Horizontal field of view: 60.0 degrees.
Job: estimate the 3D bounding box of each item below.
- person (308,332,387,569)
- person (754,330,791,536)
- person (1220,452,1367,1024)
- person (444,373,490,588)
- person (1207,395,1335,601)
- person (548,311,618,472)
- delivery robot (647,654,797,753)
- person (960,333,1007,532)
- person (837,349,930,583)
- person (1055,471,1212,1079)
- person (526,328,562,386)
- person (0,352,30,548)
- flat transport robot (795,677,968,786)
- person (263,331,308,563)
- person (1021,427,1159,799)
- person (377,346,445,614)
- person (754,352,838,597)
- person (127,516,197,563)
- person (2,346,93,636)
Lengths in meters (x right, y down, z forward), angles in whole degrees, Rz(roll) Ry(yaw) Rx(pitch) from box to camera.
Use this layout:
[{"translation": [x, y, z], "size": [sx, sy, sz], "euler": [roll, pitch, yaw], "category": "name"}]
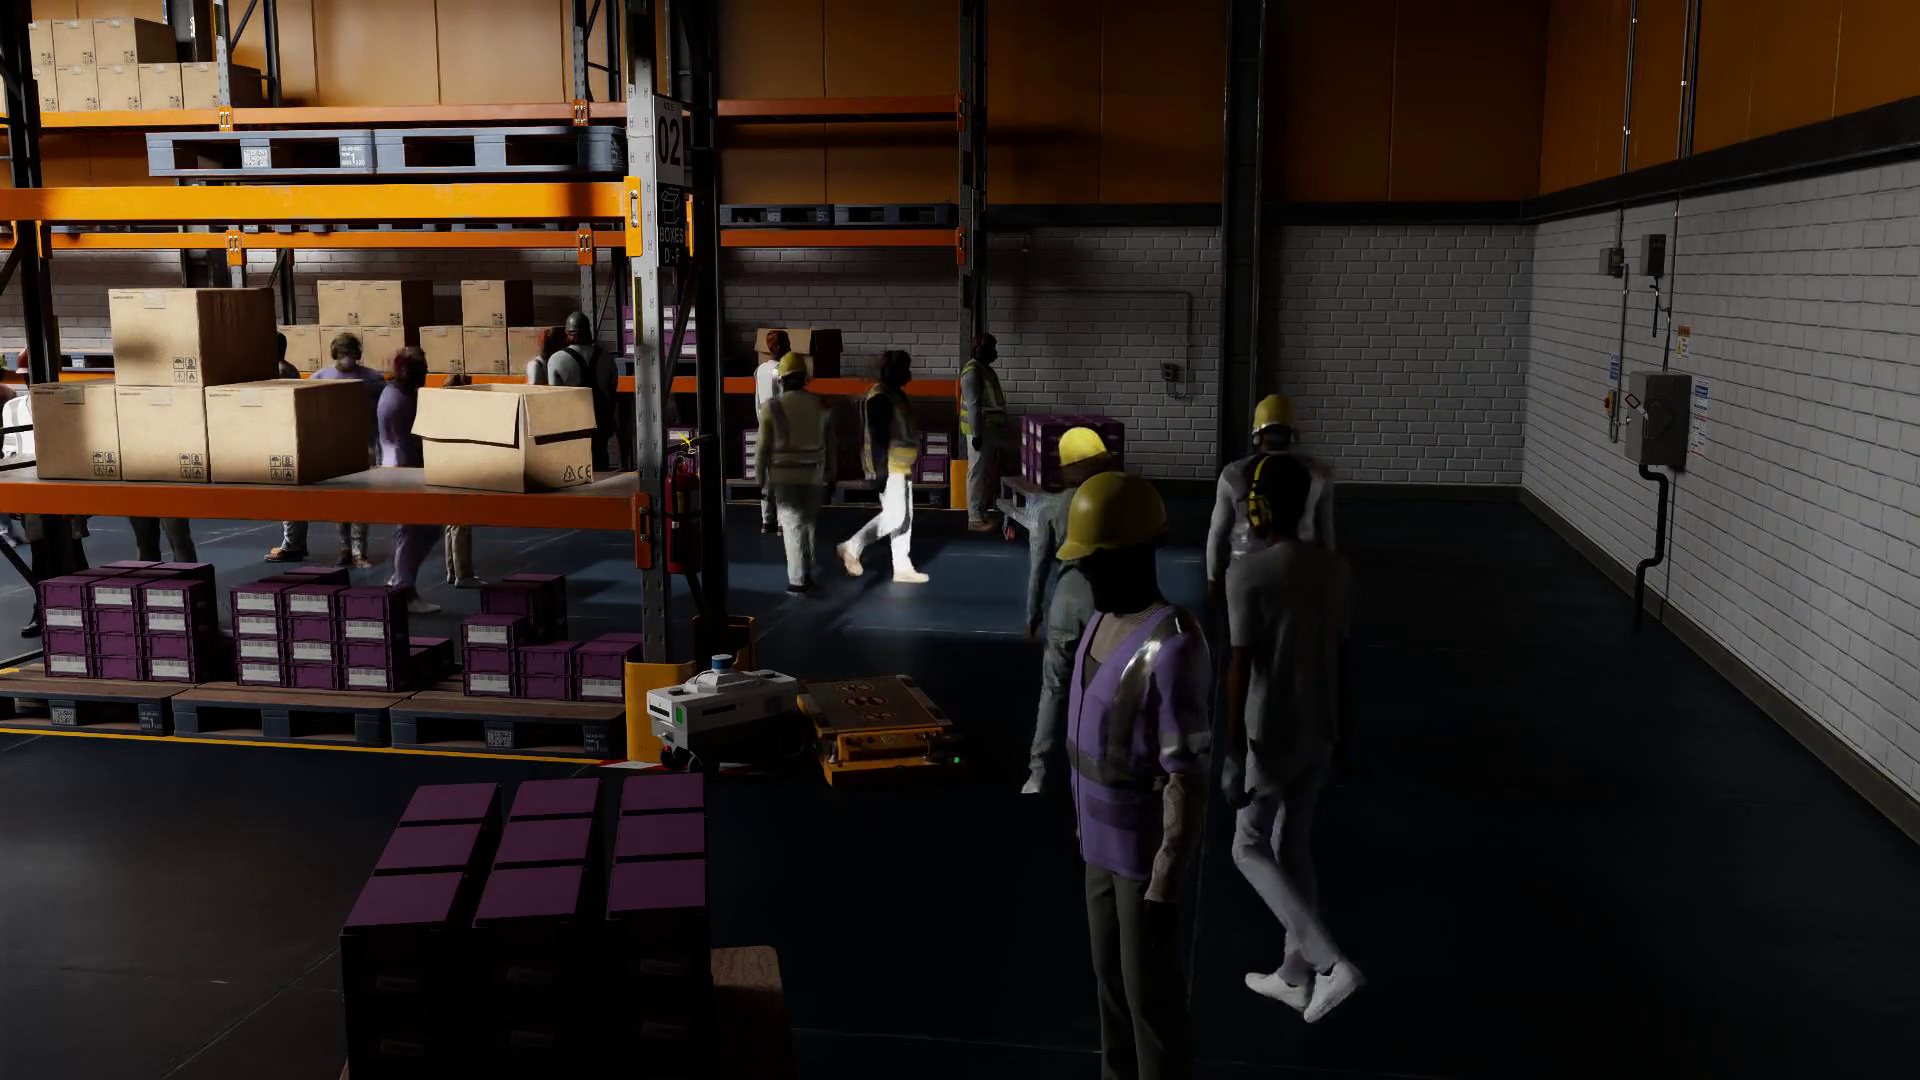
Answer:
[{"translation": [-5.004, -0.729, 13.593], "size": [0.661, 1.929, 0.505], "euler": [-3, 10, -21], "category": "person"}, {"translation": [-1.652, -0.976, 15.234], "size": [0.355, 1.882, 0.575], "euler": [-8, 12, -39], "category": "person"}, {"translation": [1.067, 0.654, 5.260], "size": [0.575, 1.839, 0.550], "euler": [-6, 11, -32], "category": "person"}, {"translation": [-3.816, -0.451, 12.722], "size": [0.307, 1.639, 0.525], "euler": [-5, 10, -28], "category": "person"}, {"translation": [1.572, 0.147, 8.552], "size": [0.621, 1.779, 0.916], "euler": [-1, 9, -3], "category": "person"}, {"translation": [-3.634, -1.161, 15.888], "size": [0.688, 2.000, 0.539], "euler": [-7, 11, -35], "category": "person"}, {"translation": [-1.147, 0.797, 8.044], "size": [0.707, 0.478, 0.477], "euler": [-7, 12, -39], "category": "delivery robot"}, {"translation": [0.222, -1.008, 15.556], "size": [0.429, 1.843, 0.633], "euler": [2, 9, 12], "category": "person"}, {"translation": [-0.581, -0.561, 12.845], "size": [0.616, 1.823, 0.629], "euler": [2, 9, 11], "category": "person"}, {"translation": [0.422, 0.774, 4.261], "size": [0.380, 1.917, 0.585], "euler": [-3, 10, -17], "category": "person"}, {"translation": [-4.165, -1.163, 16.526], "size": [0.753, 1.886, 0.580], "euler": [2, 9, 15], "category": "person"}, {"translation": [-8.301, -0.779, 14.419], "size": [0.402, 1.745, 0.615], "euler": [1, 9, 9], "category": "person"}, {"translation": [-0.453, 0.927, 8.408], "size": [0.652, 0.197, 1.431], "euler": [-2, 9, -14], "category": "flat transport robot"}, {"translation": [-5.653, -0.781, 13.848], "size": [0.372, 1.940, 0.627], "euler": [-1, 9, -8], "category": "person"}, {"translation": [0.598, 0.362, 7.456], "size": [0.611, 1.721, 0.465], "euler": [3, 10, 19], "category": "person"}, {"translation": [-3.840, -0.413, 11.702], "size": [0.437, 1.890, 0.677], "euler": [-3, 10, -21], "category": "person"}, {"translation": [-1.264, -0.495, 12.441], "size": [0.618, 1.814, 0.612], "euler": [-5, 10, -27], "category": "person"}, {"translation": [-5.490, -0.384, 11.383], "size": [0.629, 1.940, 0.379], "euler": [1, 9, 6], "category": "person"}, {"translation": [-6.019, -0.322, 10.999], "size": [0.551, 1.936, 0.357], "euler": [-2, 9, -10], "category": "person"}]
